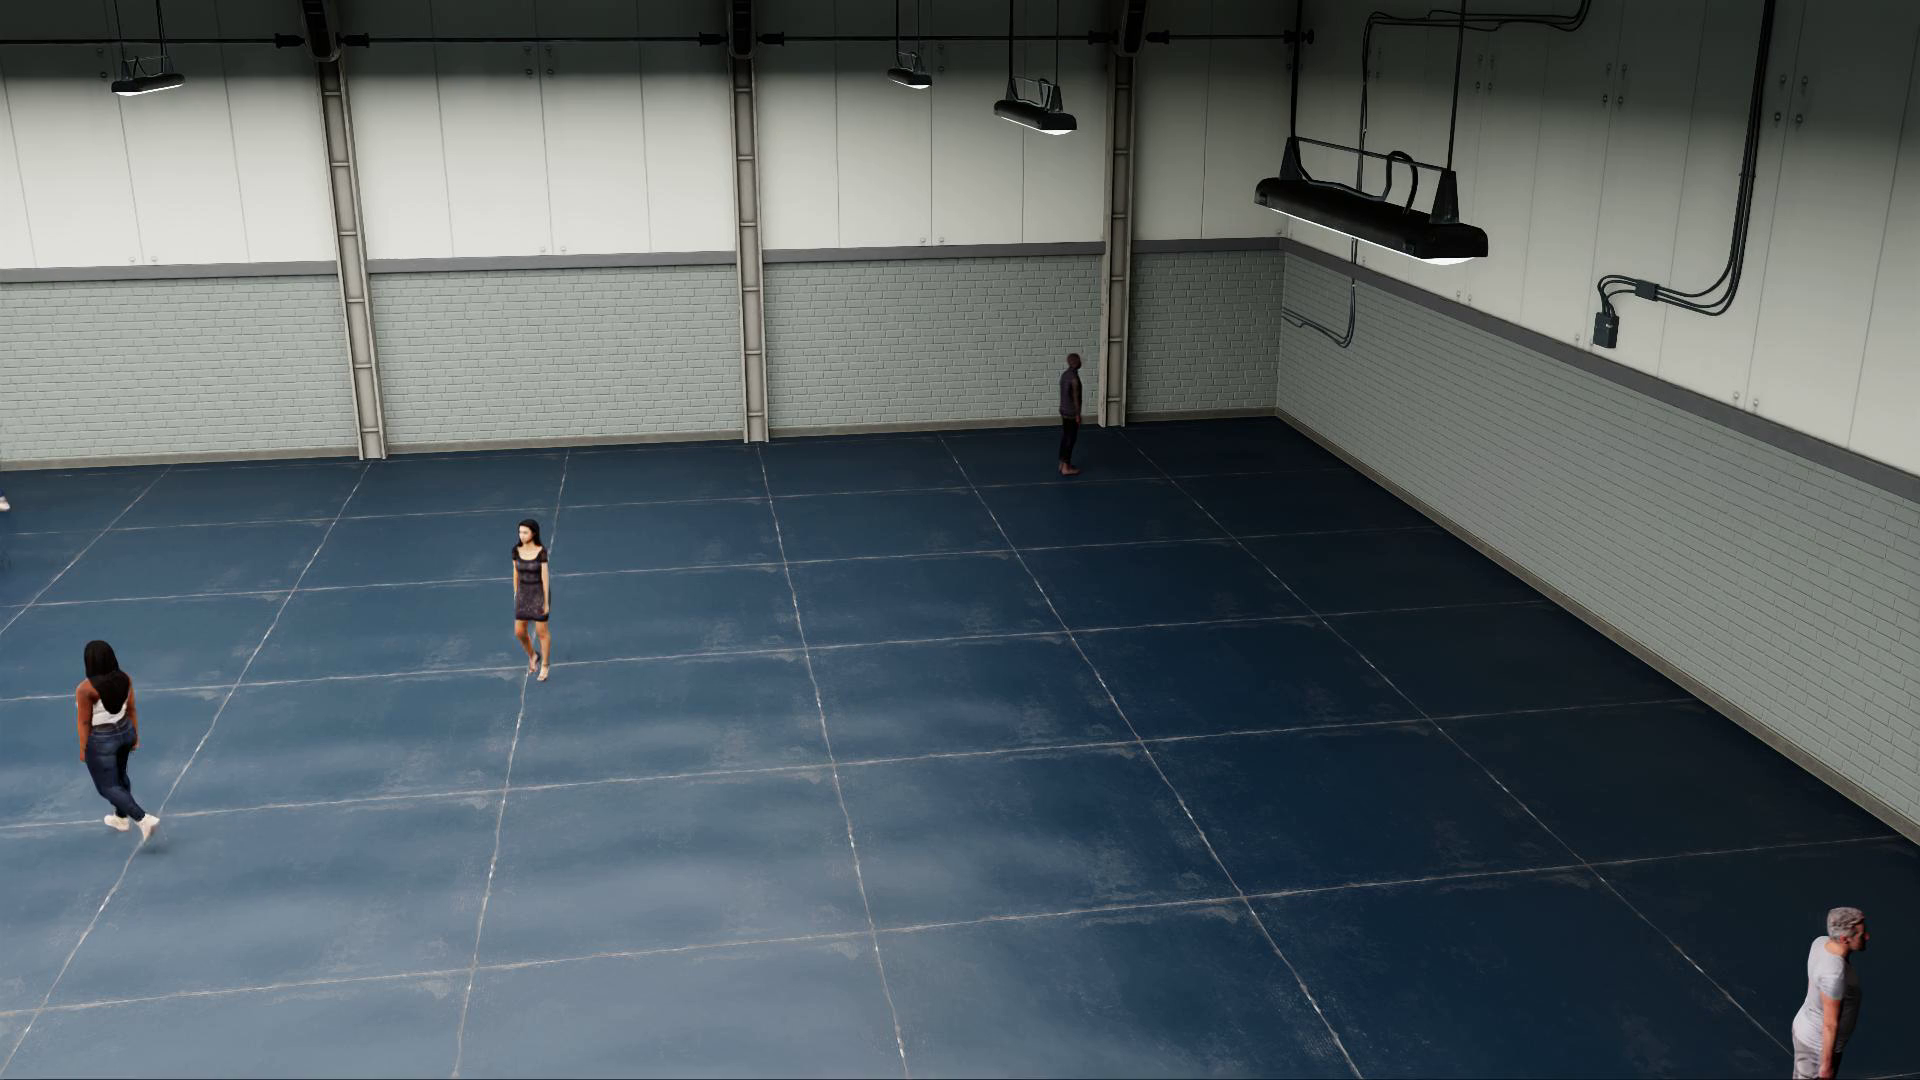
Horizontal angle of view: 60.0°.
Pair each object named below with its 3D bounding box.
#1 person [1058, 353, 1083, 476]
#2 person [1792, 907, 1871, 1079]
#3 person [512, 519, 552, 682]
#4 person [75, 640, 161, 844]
[{"bbox_3d":[1.662,-1.912,25.111,0.577,1.831,0.701,-4,19,-13],"label":"person"},{"bbox_3d":[5.163,3.010,10.001,0.747,1.829,0.766,6,19,18],"label":"person"},{"bbox_3d":[-4.409,0.613,17.438,0.631,1.782,0.736,4,18,12],"label":"person"},{"bbox_3d":[-7.099,1.730,13.999,1.165,1.787,1.030,9,20,26],"label":"person"}]
